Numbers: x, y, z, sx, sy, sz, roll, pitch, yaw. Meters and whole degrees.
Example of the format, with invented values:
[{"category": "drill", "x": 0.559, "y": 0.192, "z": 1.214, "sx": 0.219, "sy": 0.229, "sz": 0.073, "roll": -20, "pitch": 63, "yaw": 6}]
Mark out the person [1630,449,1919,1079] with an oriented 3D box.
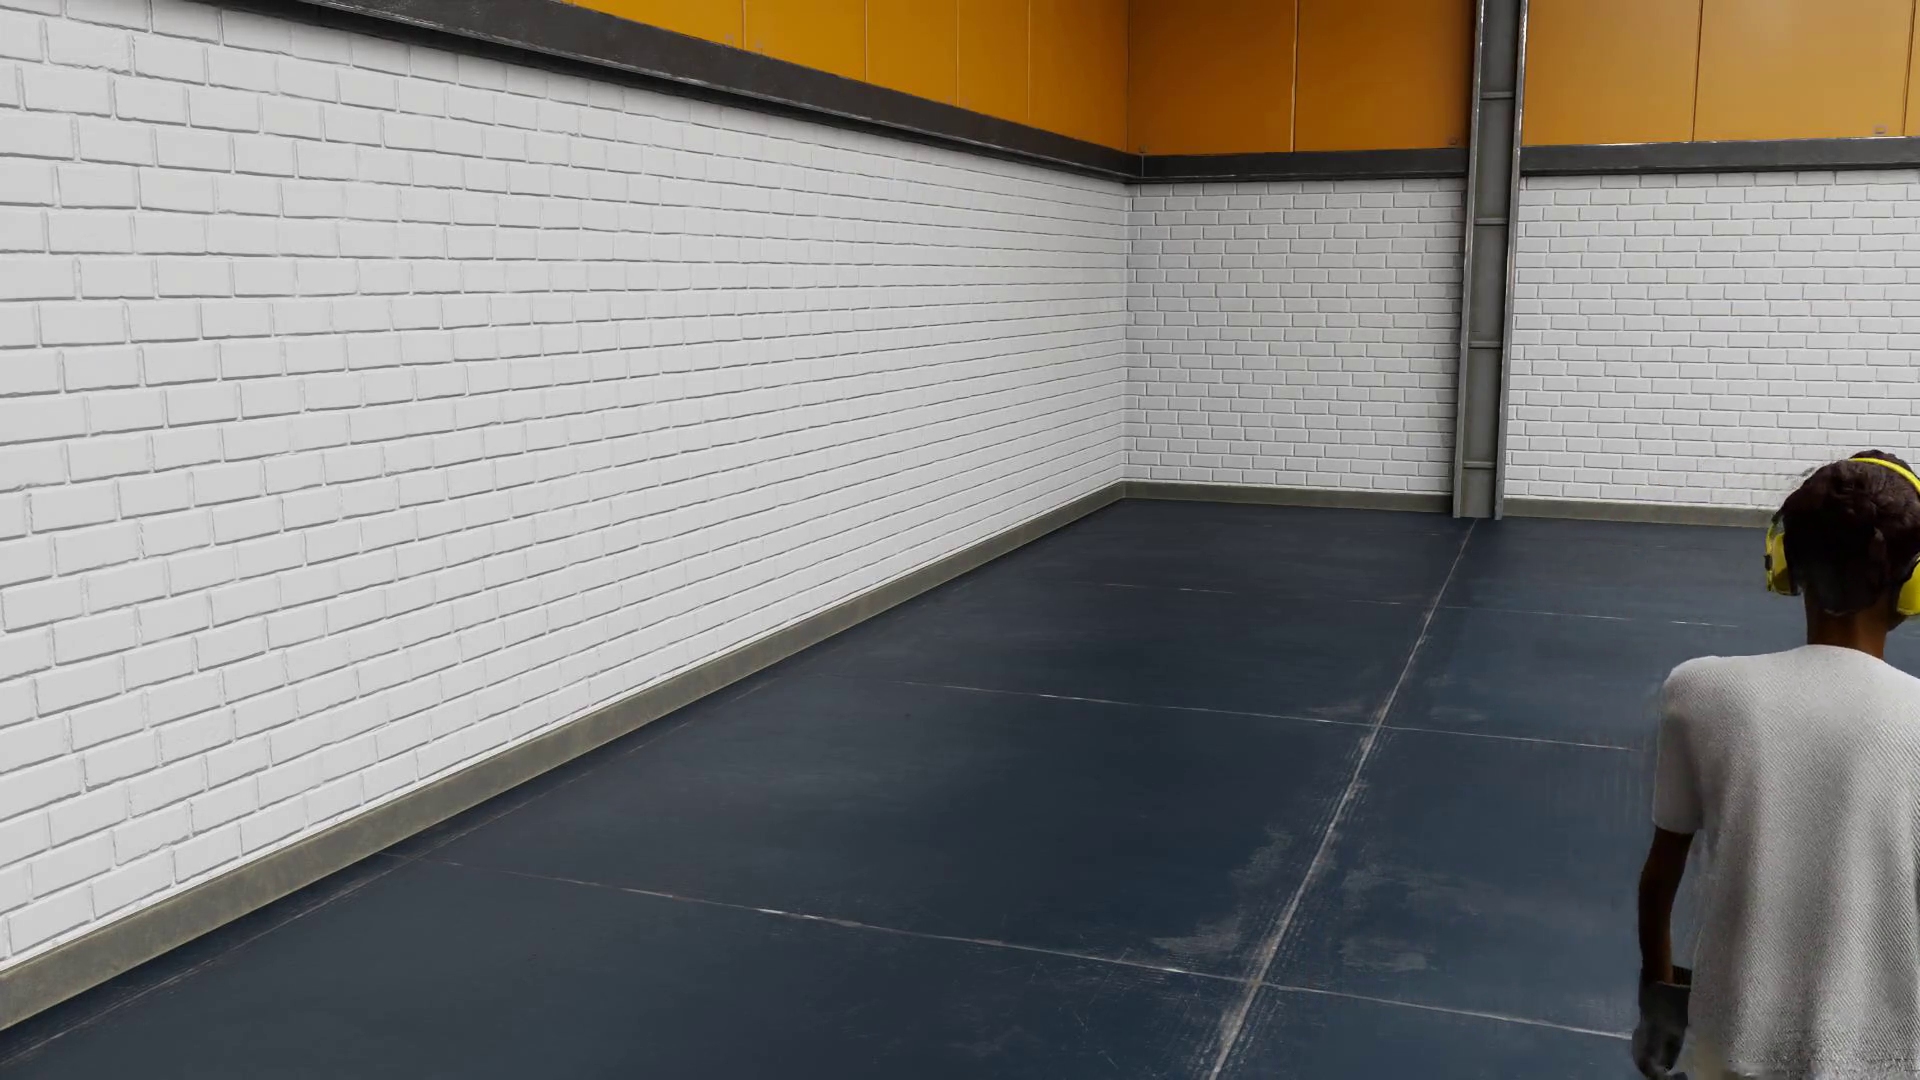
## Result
[{"category": "person", "x": 1.260, "y": 0.773, "z": 2.511, "sx": 0.540, "sy": 1.823, "sz": 0.971, "roll": 8, "pitch": 12, "yaw": 40}]
